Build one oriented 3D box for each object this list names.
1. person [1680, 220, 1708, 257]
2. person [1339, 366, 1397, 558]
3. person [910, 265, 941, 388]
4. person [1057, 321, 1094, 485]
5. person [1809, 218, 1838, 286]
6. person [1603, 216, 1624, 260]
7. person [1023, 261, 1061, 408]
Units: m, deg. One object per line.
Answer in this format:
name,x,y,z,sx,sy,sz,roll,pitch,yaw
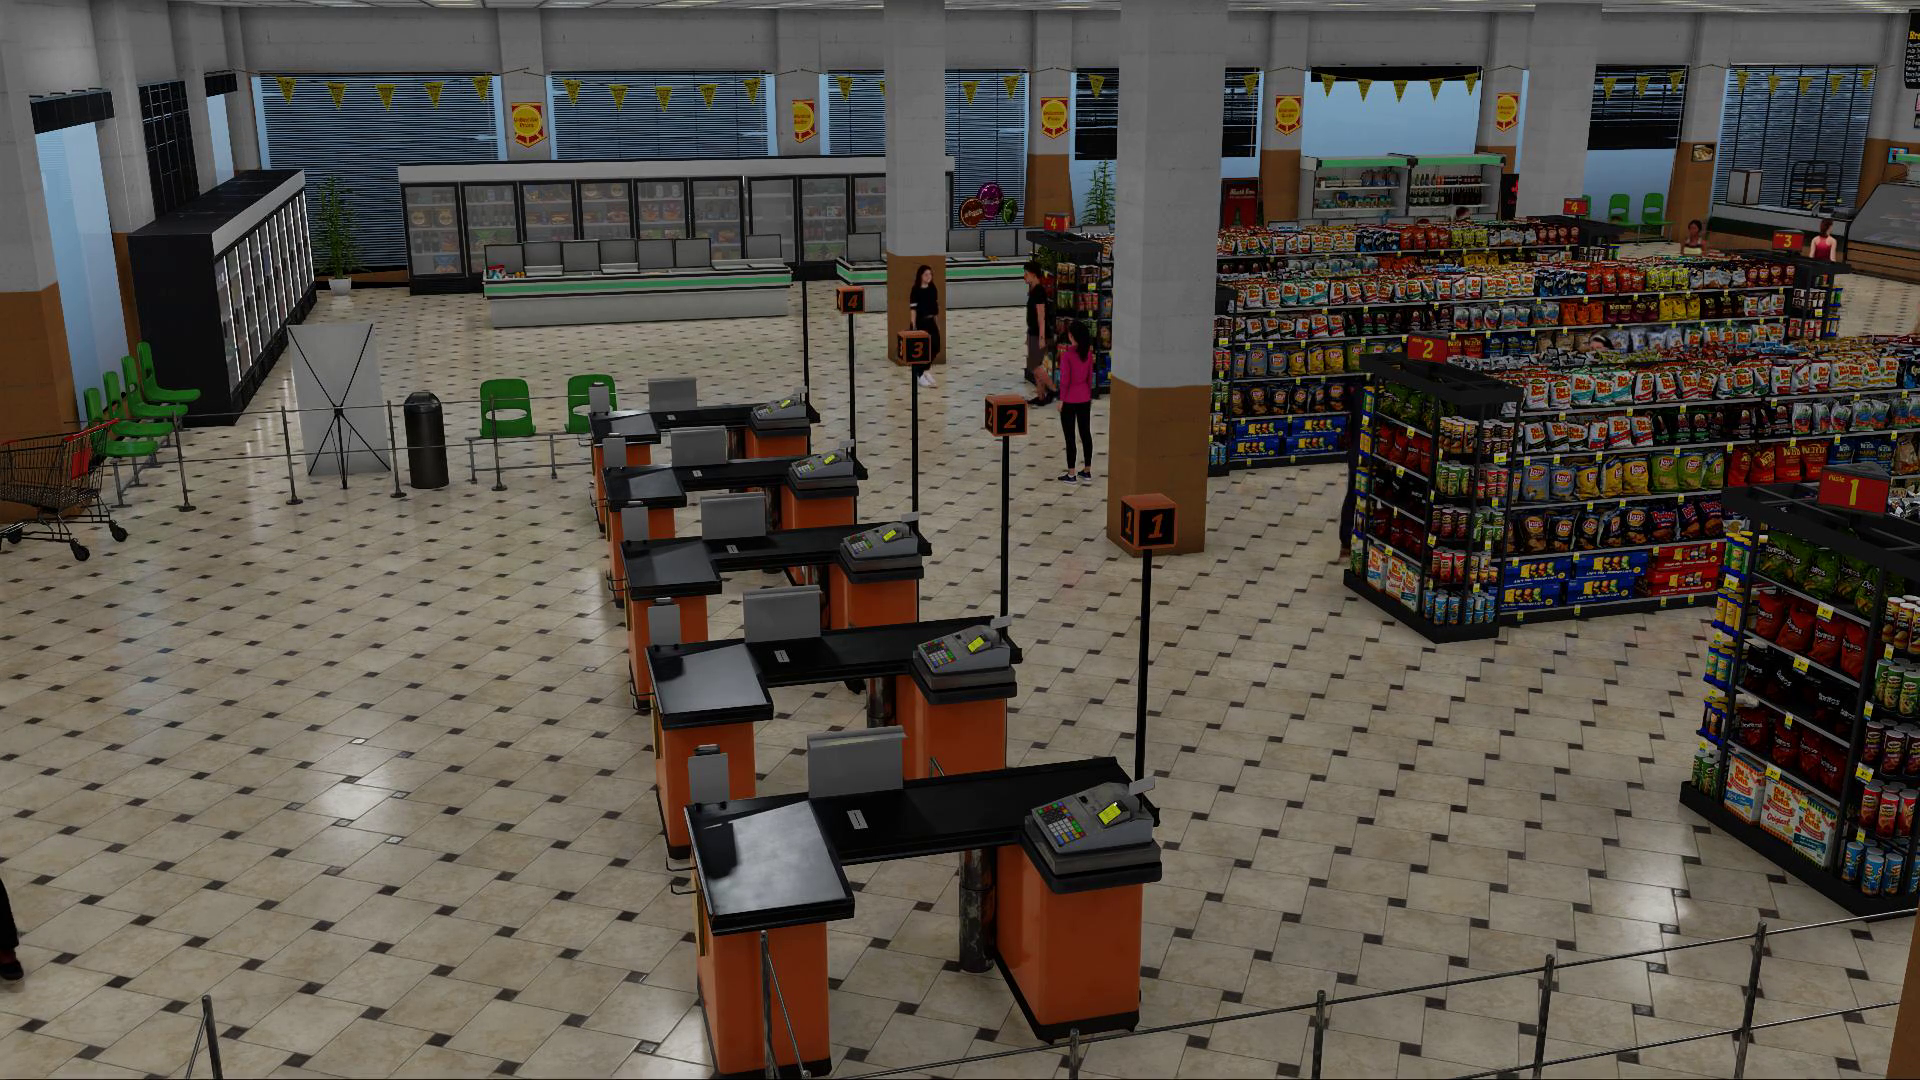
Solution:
person,11.587,-4.167,26.328,1.043,1.717,1.146,11,20,32
person,3.614,-0.683,14.766,1.135,1.769,1.342,16,23,42
person,-0.526,-2.857,22.169,0.659,1.627,0.764,-14,22,-39
person,1.217,-1.444,17.391,0.613,1.698,0.726,-12,21,-34
person,13.772,-4.275,26.623,0.678,1.753,0.653,-15,23,-41
person,10.801,-4.621,27.956,0.634,1.640,0.772,-7,18,-21
person,1.065,-2.553,20.791,0.769,1.845,0.755,-1,17,-3
